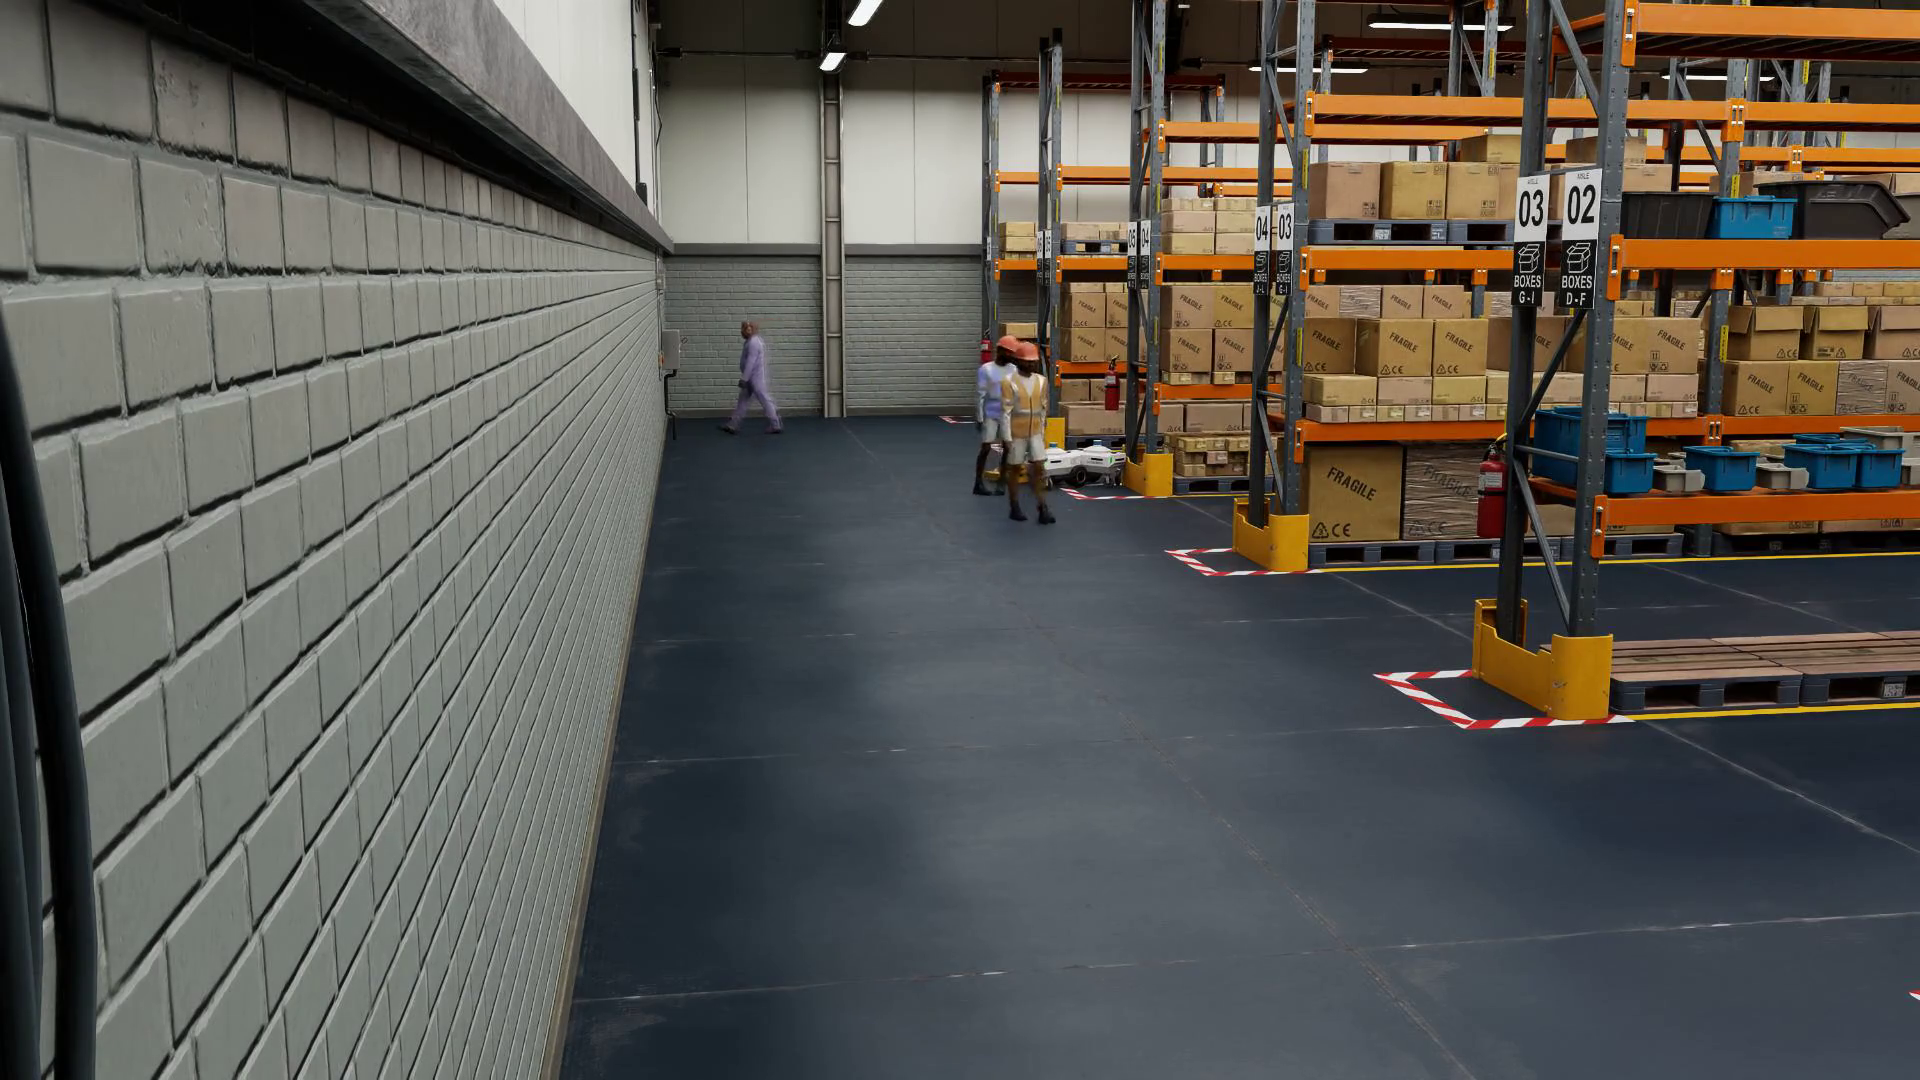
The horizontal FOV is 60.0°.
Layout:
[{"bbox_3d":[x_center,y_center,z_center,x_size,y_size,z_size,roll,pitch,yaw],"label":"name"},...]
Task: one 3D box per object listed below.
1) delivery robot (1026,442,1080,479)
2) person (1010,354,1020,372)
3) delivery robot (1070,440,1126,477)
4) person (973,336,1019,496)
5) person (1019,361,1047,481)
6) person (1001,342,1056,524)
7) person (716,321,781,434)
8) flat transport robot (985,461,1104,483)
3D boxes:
[{"bbox_3d":[1.135,-0.948,20.276,0.707,0.478,0.477,-8,12,-41],"label":"delivery robot"},{"bbox_3d":[0.759,-1.756,22.329,0.344,1.613,0.594,0,9,-3],"label":"person"},{"bbox_3d":[1.695,-0.991,20.539,0.707,0.478,0.477,8,12,41],"label":"delivery robot"},{"bbox_3d":[0.456,-1.458,19.623,0.555,1.896,0.432,-4,10,-26],"label":"person"},{"bbox_3d":[0.829,-1.511,20.780,0.519,1.616,0.345,-3,10,-16],"label":"person"},{"bbox_3d":[0.722,-1.103,17.371,0.564,1.896,0.904,-4,10,-25],"label":"person"},{"bbox_3d":[-3.395,-2.621,26.942,1.046,1.844,0.637,-3,10,-16],"label":"person"},{"bbox_3d":[1.082,-0.899,21.137,1.431,0.197,0.652,-6,11,-33],"label":"flat transport robot"}]
